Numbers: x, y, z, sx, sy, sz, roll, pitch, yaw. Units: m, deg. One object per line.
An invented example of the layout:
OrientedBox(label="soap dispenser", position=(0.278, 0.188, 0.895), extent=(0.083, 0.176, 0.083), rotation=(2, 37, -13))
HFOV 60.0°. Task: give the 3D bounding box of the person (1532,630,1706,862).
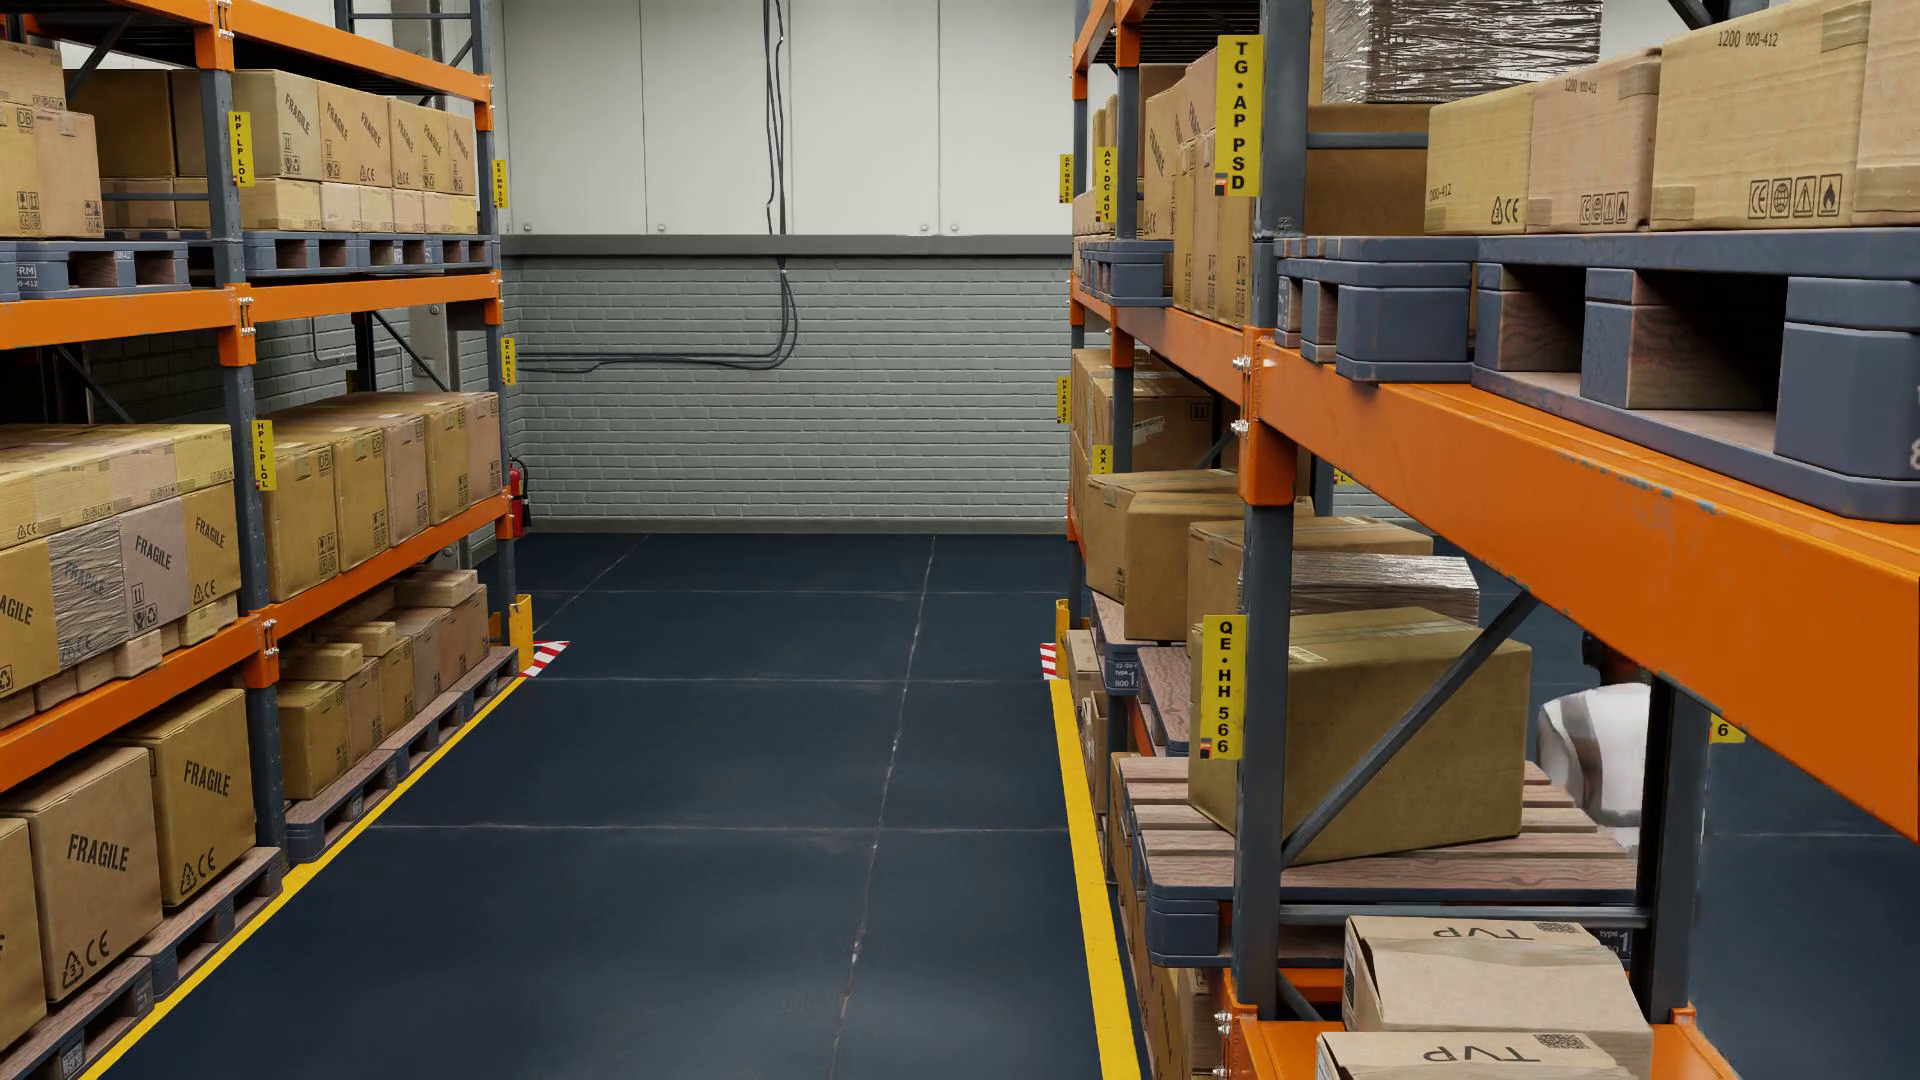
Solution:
OrientedBox(label="person", position=(2.179, 1.115, 5.606), extent=(0.600, 1.873, 0.424), rotation=(-1, 10, -3))
